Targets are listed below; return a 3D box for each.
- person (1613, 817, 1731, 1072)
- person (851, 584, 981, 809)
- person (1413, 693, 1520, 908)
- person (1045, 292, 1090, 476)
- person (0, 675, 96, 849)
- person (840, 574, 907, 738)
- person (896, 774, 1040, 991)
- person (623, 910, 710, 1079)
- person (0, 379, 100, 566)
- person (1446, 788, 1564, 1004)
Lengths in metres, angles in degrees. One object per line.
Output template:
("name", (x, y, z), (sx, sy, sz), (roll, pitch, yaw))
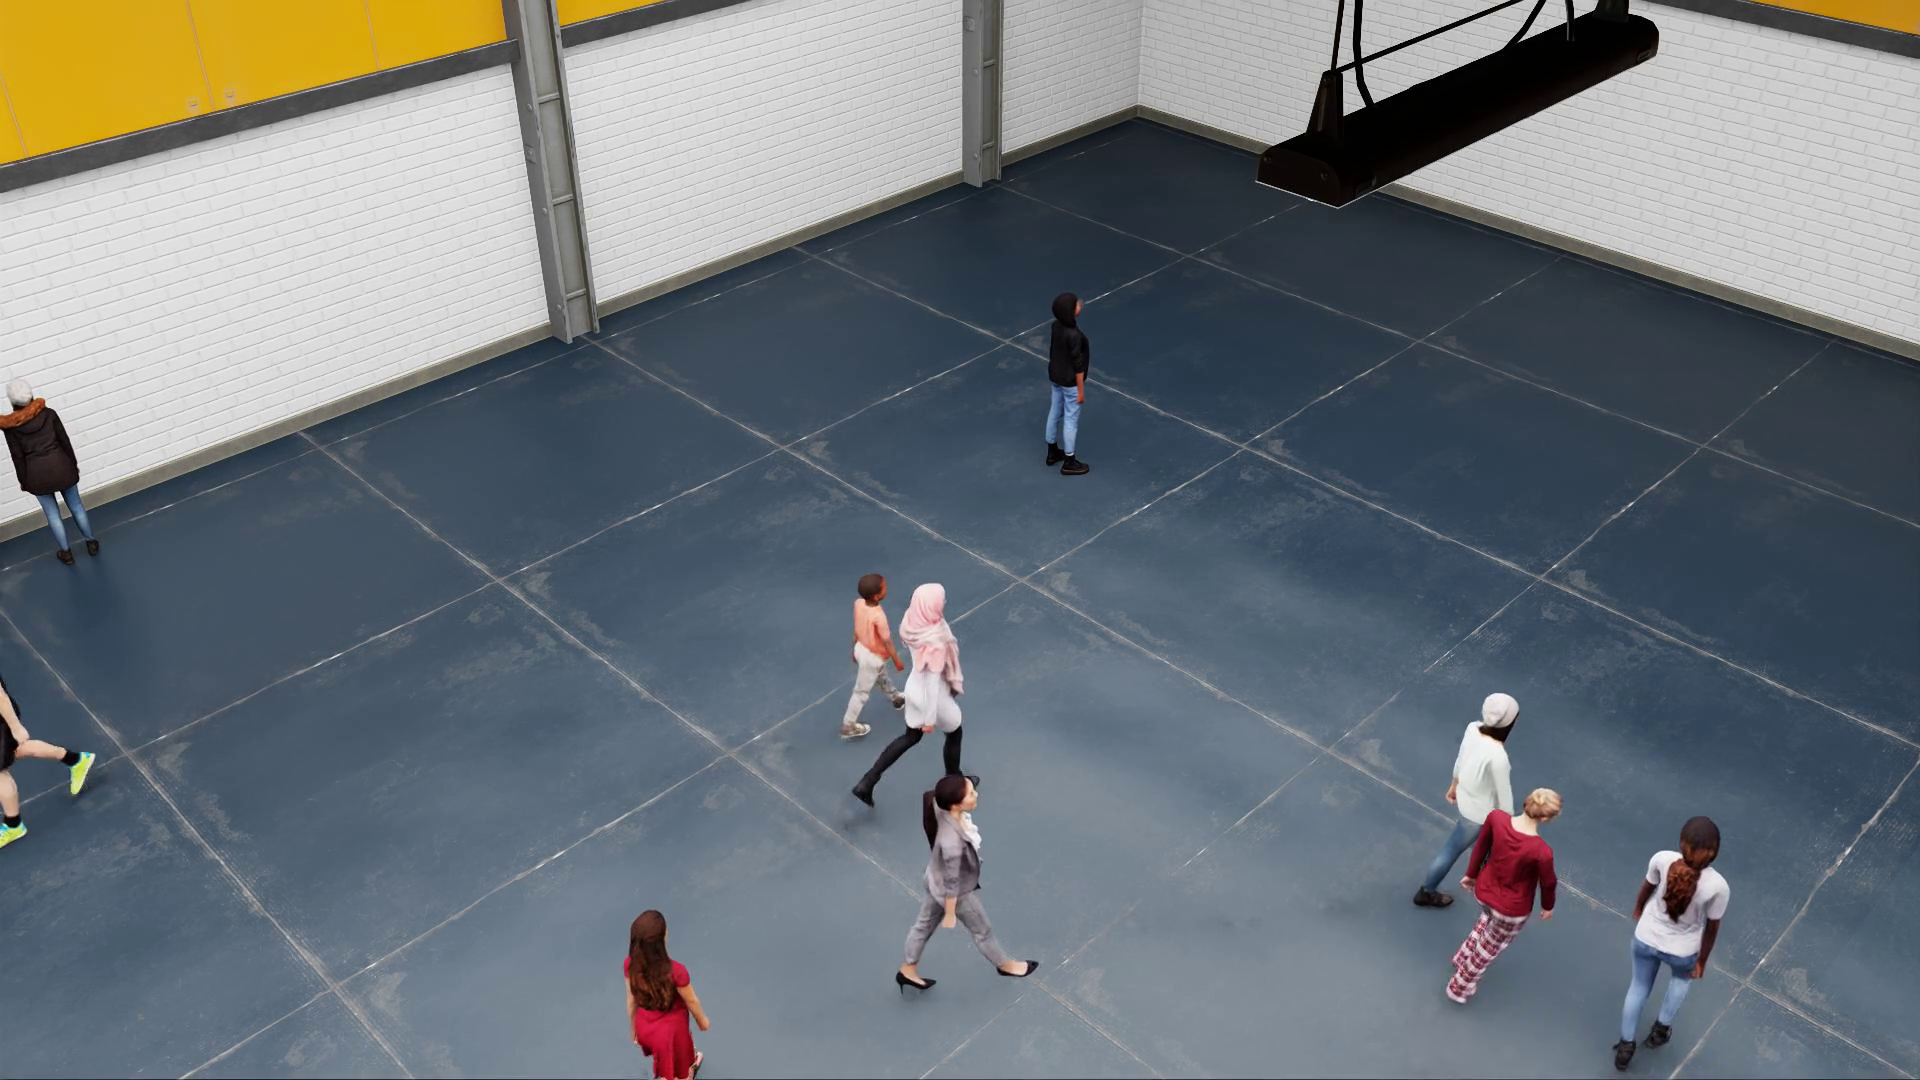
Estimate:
("person", (3.818, 2.249, 9.042), (0.654, 1.702, 0.721), (21, 39, 28))
("person", (-0.293, 1.061, 10.764), (1.207, 1.776, 0.822), (-19, 38, -26))
("person", (3.045, 1.619, 10.068), (1.052, 1.616, 0.942), (-3, 34, -4))
("person", (0.925, -1.369, 14.489), (0.593, 1.699, 0.604), (-20, 39, -27))
("person", (-6.132, 1.078, 10.662), (0.790, 1.859, 1.149), (21, 39, 28))
("person", (-0.679, 0.828, 11.563), (0.961, 1.279, 0.647), (-18, 38, -25))
("person", (-0.137, 2.006, 9.477), (1.175, 1.625, 1.015), (-7, 34, -10))
("person", (-1.562, 2.597, 8.681), (0.836, 1.524, 1.119), (11, 35, 17))
("person", (-7.297, -0.554, 13.319), (0.559, 1.636, 0.704), (-25, 41, -32))
("person", (3.018, 2.049, 9.379), (0.703, 1.662, 0.711), (-24, 40, -31))
